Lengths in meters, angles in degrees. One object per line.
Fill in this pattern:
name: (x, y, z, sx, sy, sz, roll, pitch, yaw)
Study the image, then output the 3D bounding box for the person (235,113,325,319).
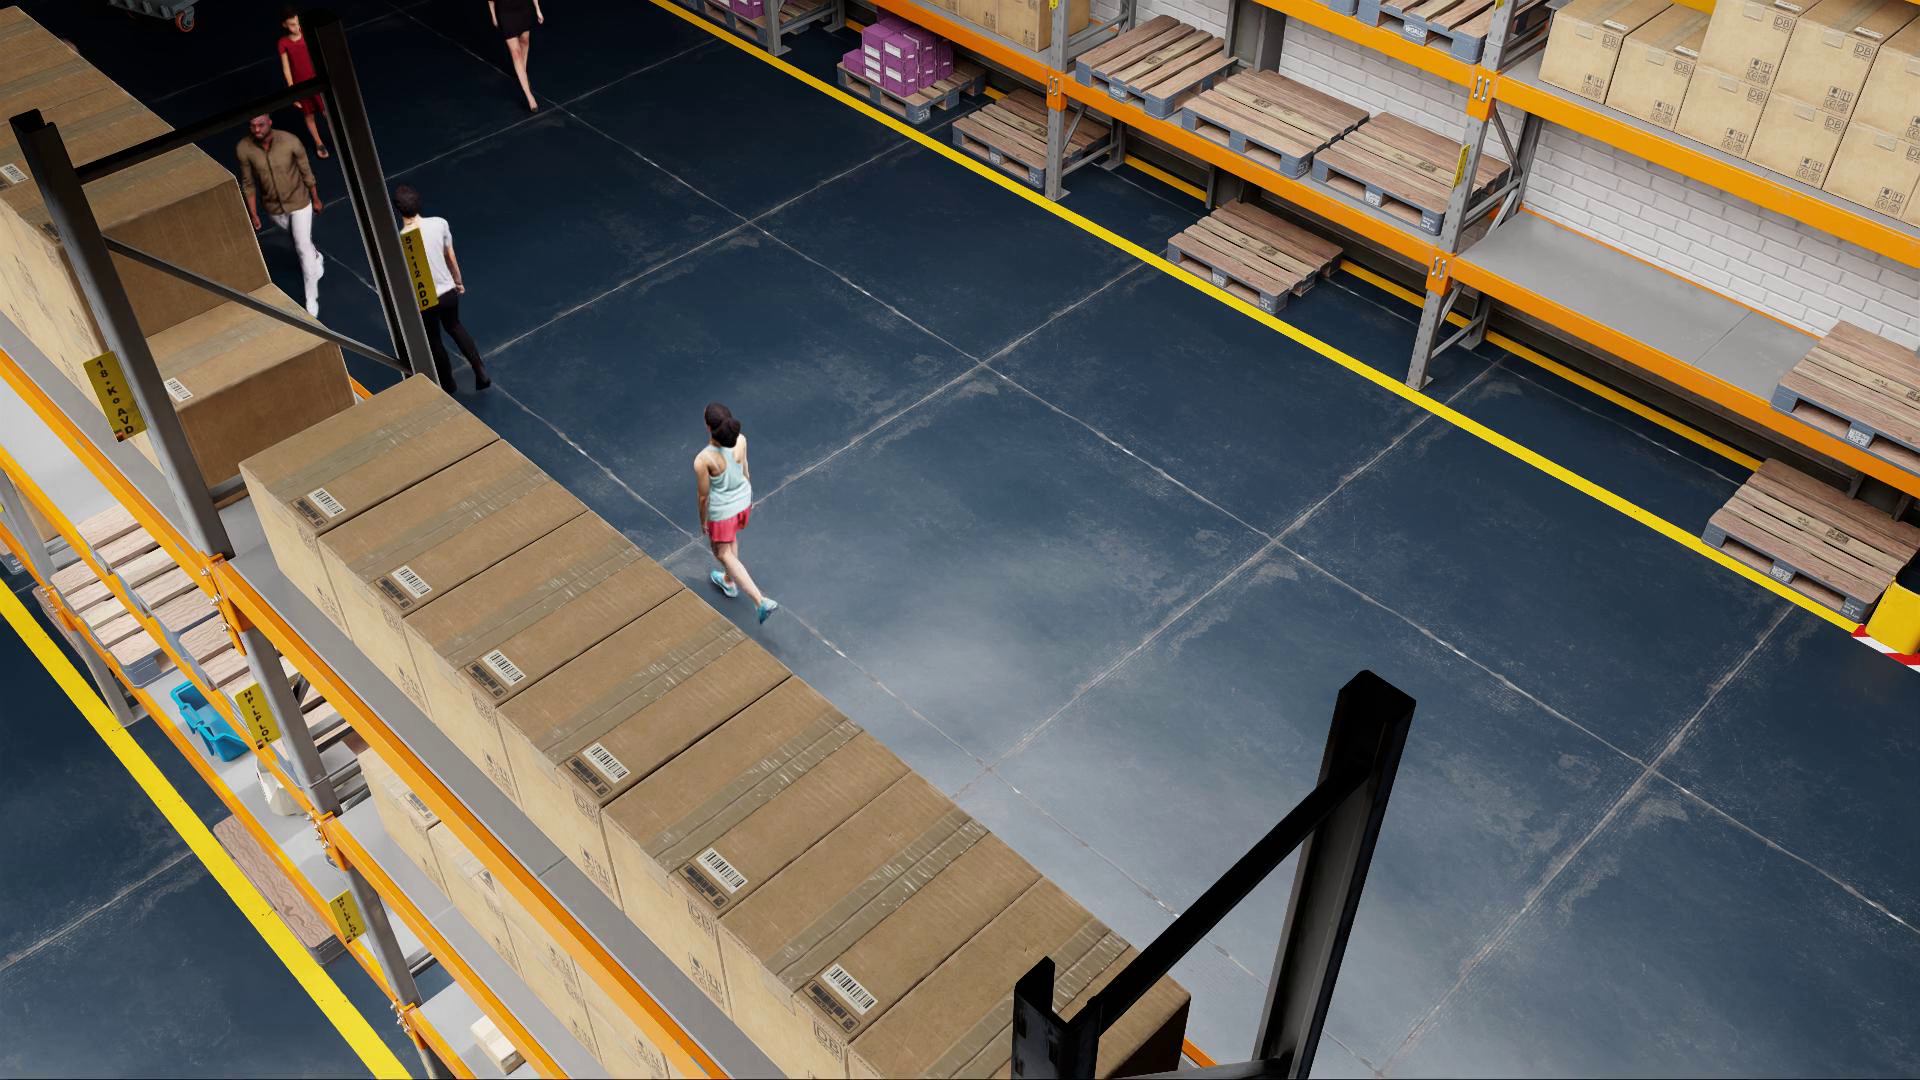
person: (-5.609, -2.836, 13.895, 1.175, 1.774, 1.293, -6, 44, -6)

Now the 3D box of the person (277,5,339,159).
person: (-6.166, -4.309, 15.615, 0.628, 1.533, 0.797, -25, 49, -24)

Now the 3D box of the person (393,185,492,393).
person: (-4.016, -1.844, 12.799, 0.674, 1.849, 0.899, -33, 53, -30)

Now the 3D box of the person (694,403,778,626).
person: (-1.504, -0.157, 11.105, 0.583, 1.743, 1.023, -33, 53, -30)

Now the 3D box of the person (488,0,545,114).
person: (-4.394, -5.170, 16.360, 0.837, 1.753, 1.179, -20, 47, -20)
